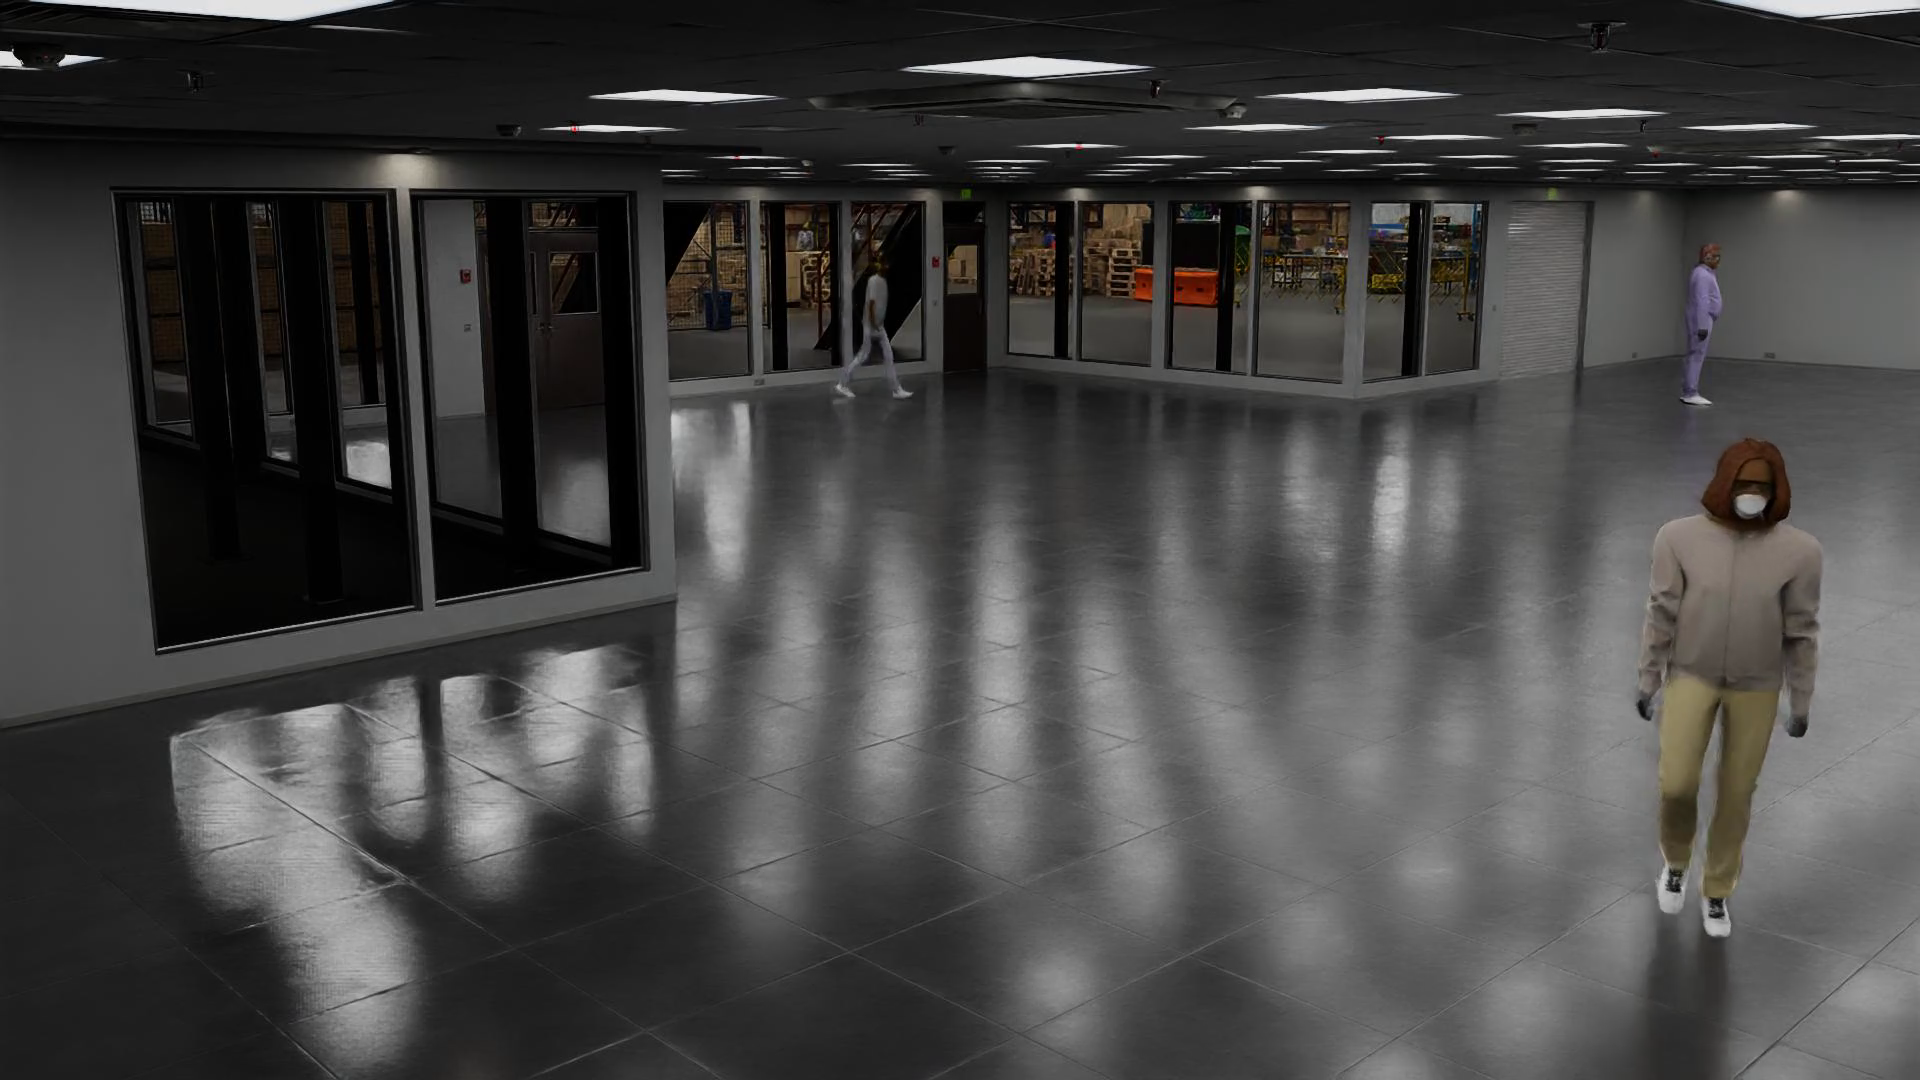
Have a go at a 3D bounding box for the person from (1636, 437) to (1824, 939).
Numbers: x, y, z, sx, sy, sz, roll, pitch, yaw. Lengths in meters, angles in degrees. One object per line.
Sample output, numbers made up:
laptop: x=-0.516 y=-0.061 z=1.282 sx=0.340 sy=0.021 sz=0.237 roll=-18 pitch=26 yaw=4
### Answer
person: x=2.430 y=0.479 z=5.271 sx=0.518 sy=1.617 sz=0.374 roll=4 pitch=12 yaw=19

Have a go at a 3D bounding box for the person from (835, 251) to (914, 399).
person: x=-1.070 y=-2.625 z=20.393 sx=0.988 sy=1.817 sz=0.579 roll=4 pitch=12 yaw=21

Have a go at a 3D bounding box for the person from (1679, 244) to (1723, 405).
person: x=8.874 y=-2.575 z=19.869 sx=0.402 sy=1.904 sz=0.652 roll=4 pitch=12 yaw=17
